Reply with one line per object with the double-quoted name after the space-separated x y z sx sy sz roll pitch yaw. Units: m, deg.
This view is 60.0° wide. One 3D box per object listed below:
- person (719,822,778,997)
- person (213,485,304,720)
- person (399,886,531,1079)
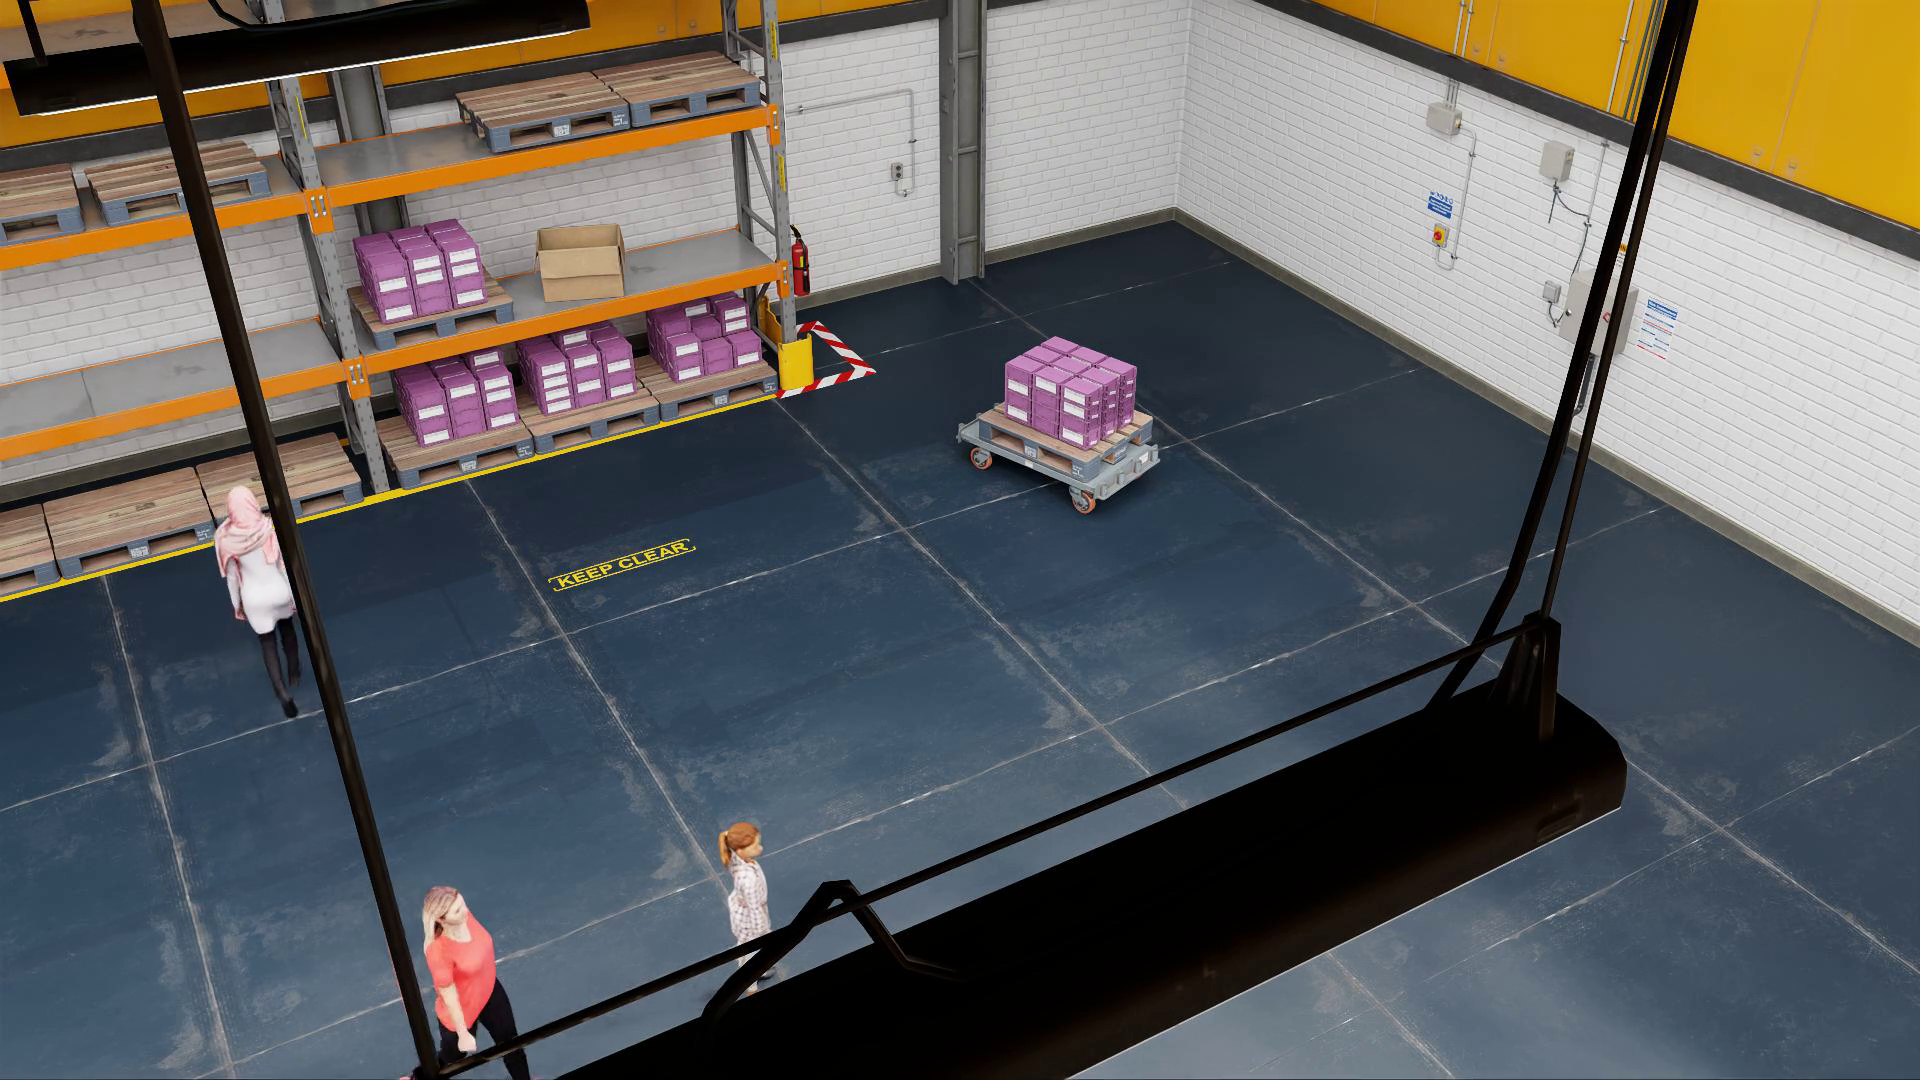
-1.226 2.151 9.617 0.557 1.310 0.569 -9 35 -13 "person"
-4.887 0.460 11.738 1.053 1.779 0.791 -12 35 -17 "person"
-2.703 2.473 8.814 1.197 1.663 1.061 5 34 7 "person"
